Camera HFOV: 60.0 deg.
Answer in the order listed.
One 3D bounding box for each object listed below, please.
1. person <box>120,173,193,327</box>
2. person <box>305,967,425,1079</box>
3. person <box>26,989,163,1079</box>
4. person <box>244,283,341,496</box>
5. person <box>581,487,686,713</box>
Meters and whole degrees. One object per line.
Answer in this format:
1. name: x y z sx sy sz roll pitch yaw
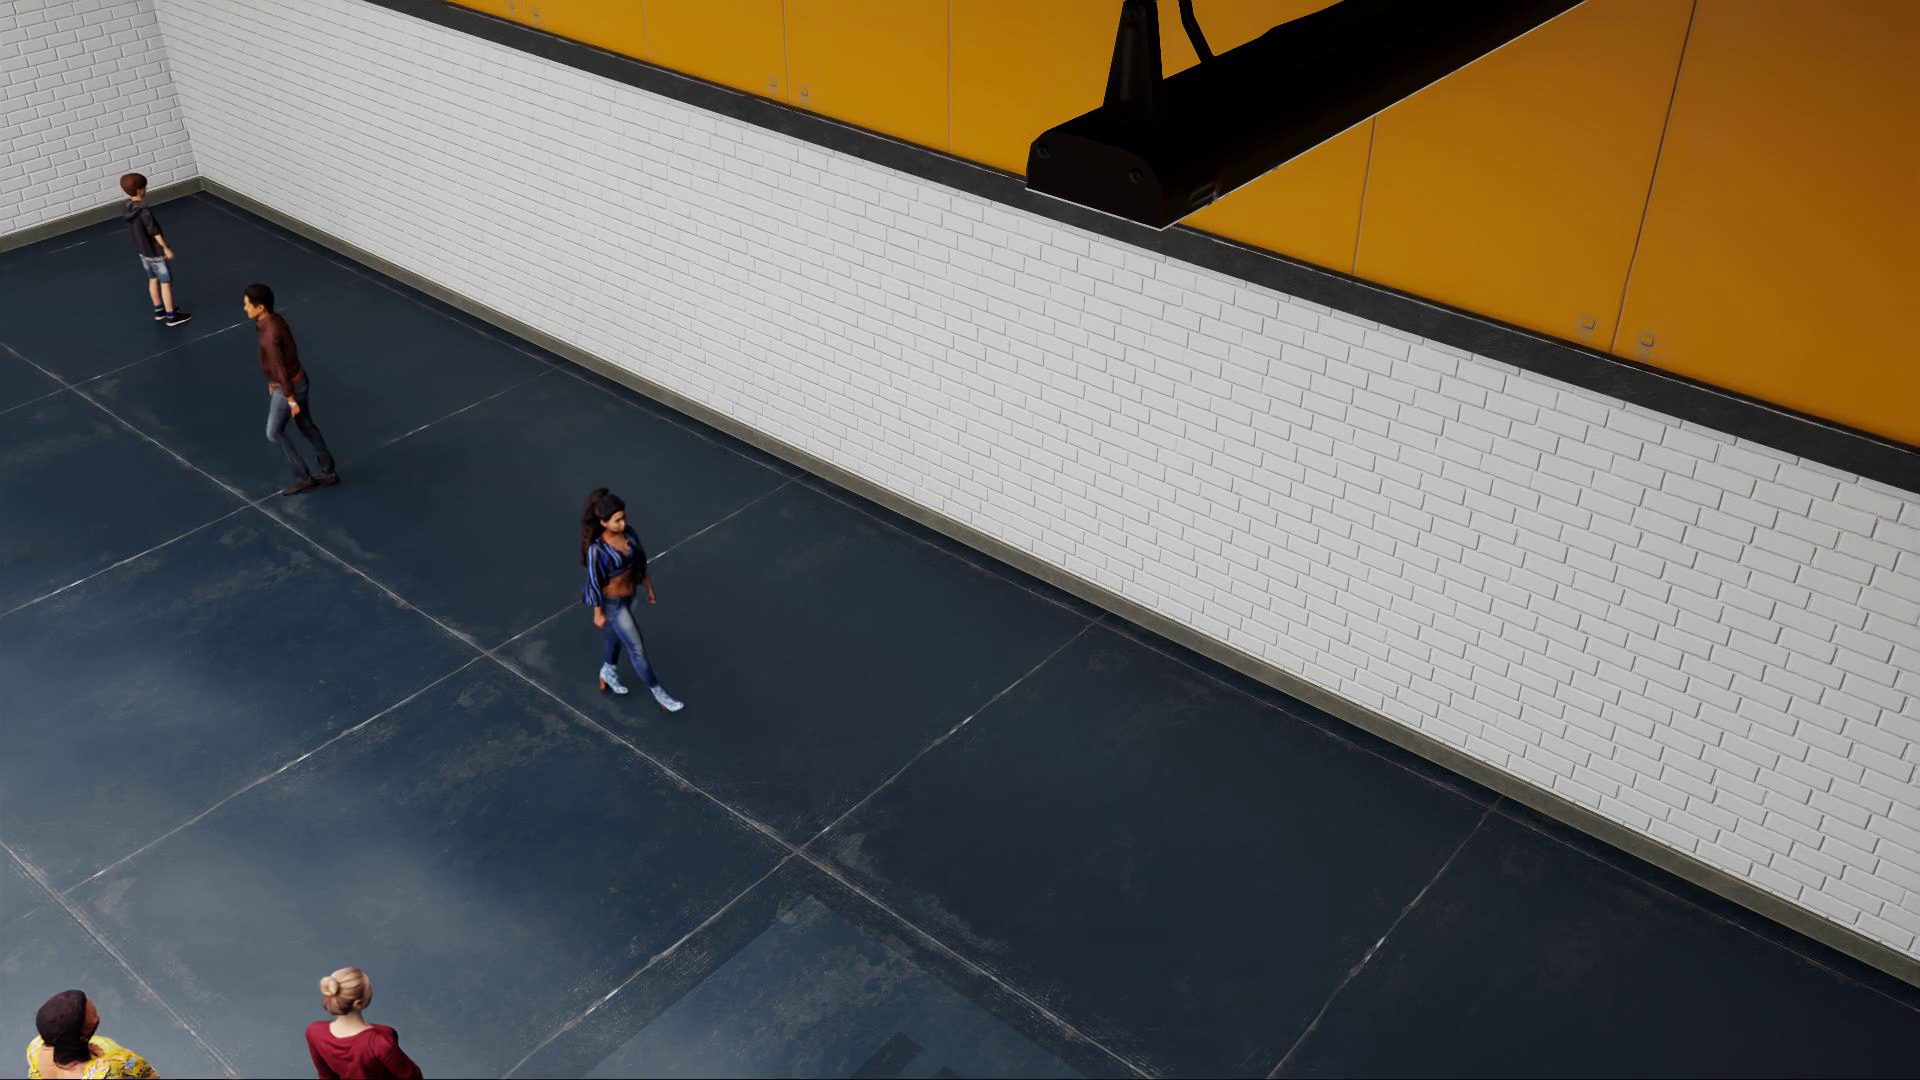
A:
1. person: -7.506 -2.701 15.411 0.542 1.446 0.518 24 40 31
2. person: -2.560 2.506 7.344 0.684 1.705 0.670 6 34 9
3. person: -3.763 2.616 7.242 0.905 1.635 1.050 11 35 16
4. person: -5.074 -1.169 12.823 0.833 1.759 0.785 -6 34 -9
5. person: -2.247 0.375 10.655 0.846 1.589 0.954 14 36 21
